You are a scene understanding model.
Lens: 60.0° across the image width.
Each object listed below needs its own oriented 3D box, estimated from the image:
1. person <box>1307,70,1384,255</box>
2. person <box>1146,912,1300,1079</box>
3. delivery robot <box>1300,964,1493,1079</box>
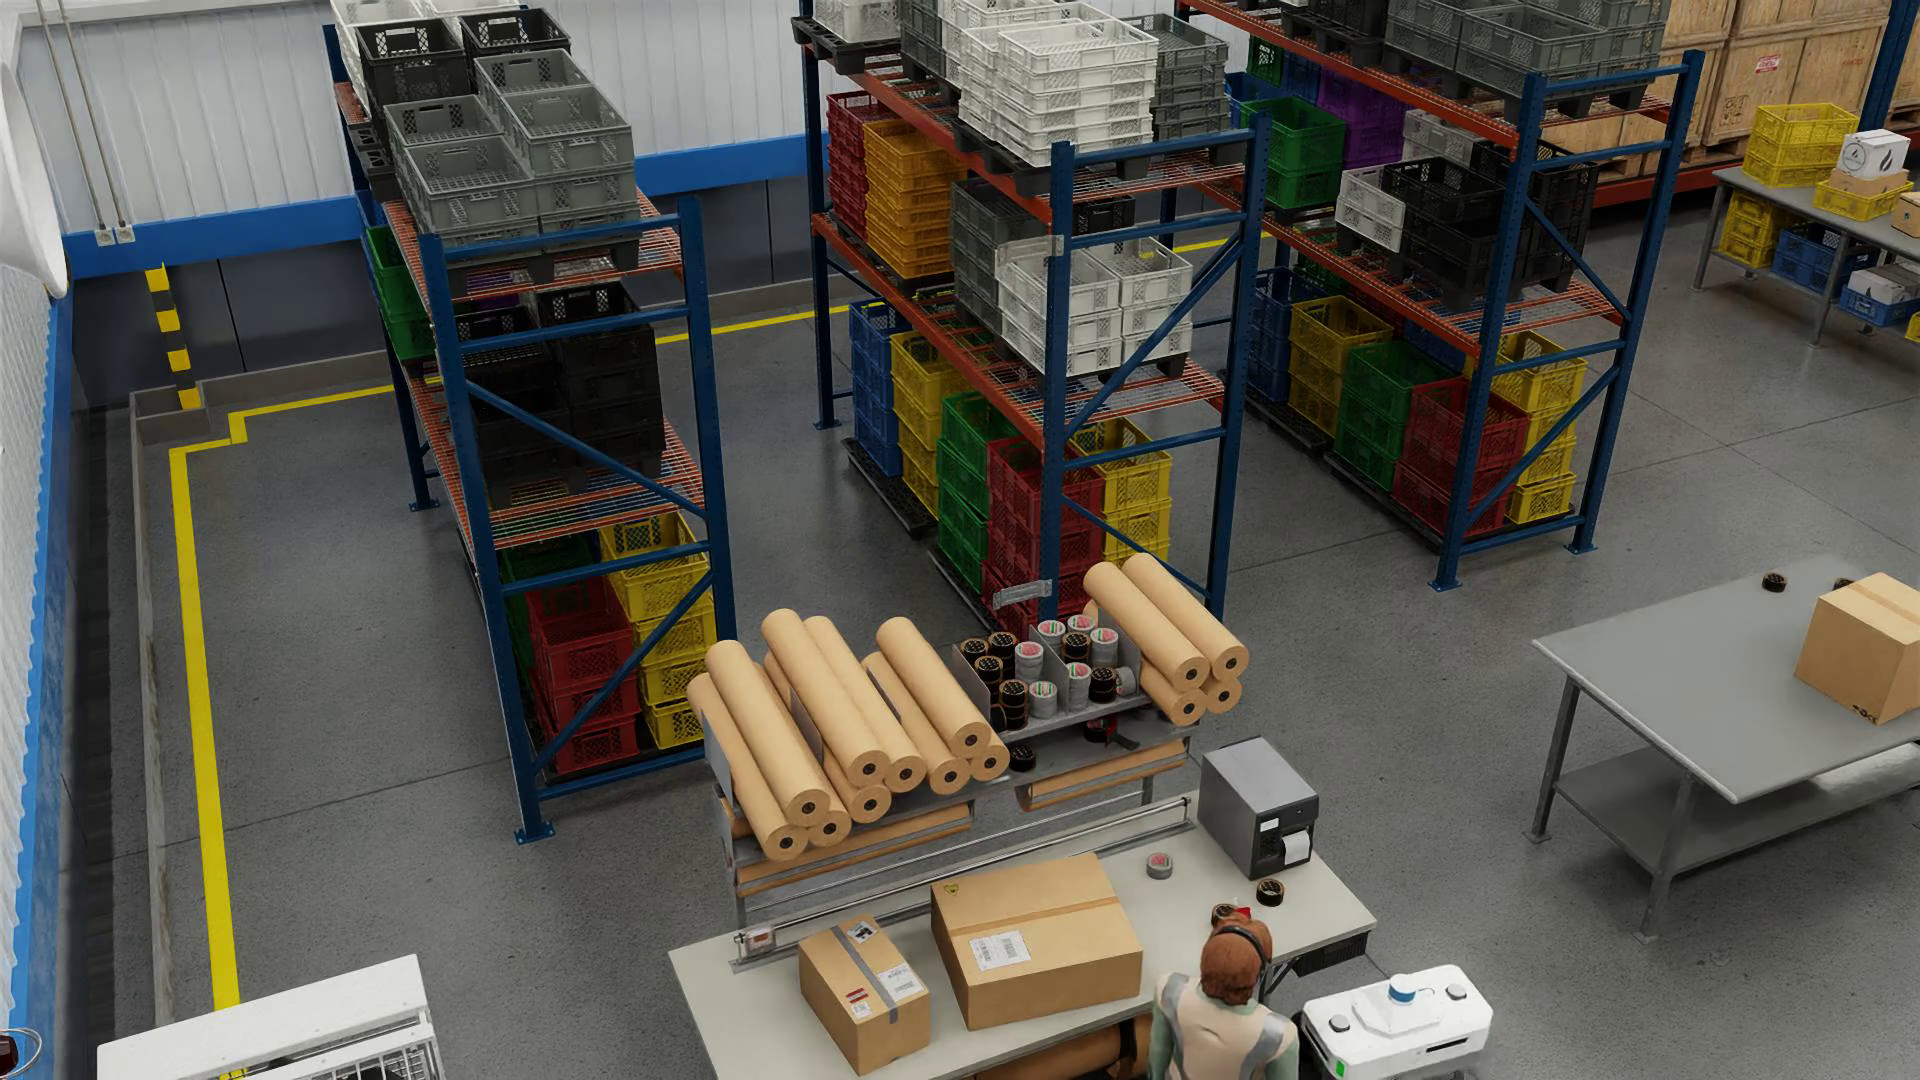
[{"bbox_3d":[3.173,-3.307,13.749,0.629,1.932,0.364,6,32,9],"label":"person"},{"bbox_3d":[0.855,1.913,5.548,0.514,1.631,0.312,17,36,26],"label":"person"},{"bbox_3d":[1.702,1.902,6.501,0.707,0.478,0.477,-10,33,-16],"label":"delivery robot"}]
